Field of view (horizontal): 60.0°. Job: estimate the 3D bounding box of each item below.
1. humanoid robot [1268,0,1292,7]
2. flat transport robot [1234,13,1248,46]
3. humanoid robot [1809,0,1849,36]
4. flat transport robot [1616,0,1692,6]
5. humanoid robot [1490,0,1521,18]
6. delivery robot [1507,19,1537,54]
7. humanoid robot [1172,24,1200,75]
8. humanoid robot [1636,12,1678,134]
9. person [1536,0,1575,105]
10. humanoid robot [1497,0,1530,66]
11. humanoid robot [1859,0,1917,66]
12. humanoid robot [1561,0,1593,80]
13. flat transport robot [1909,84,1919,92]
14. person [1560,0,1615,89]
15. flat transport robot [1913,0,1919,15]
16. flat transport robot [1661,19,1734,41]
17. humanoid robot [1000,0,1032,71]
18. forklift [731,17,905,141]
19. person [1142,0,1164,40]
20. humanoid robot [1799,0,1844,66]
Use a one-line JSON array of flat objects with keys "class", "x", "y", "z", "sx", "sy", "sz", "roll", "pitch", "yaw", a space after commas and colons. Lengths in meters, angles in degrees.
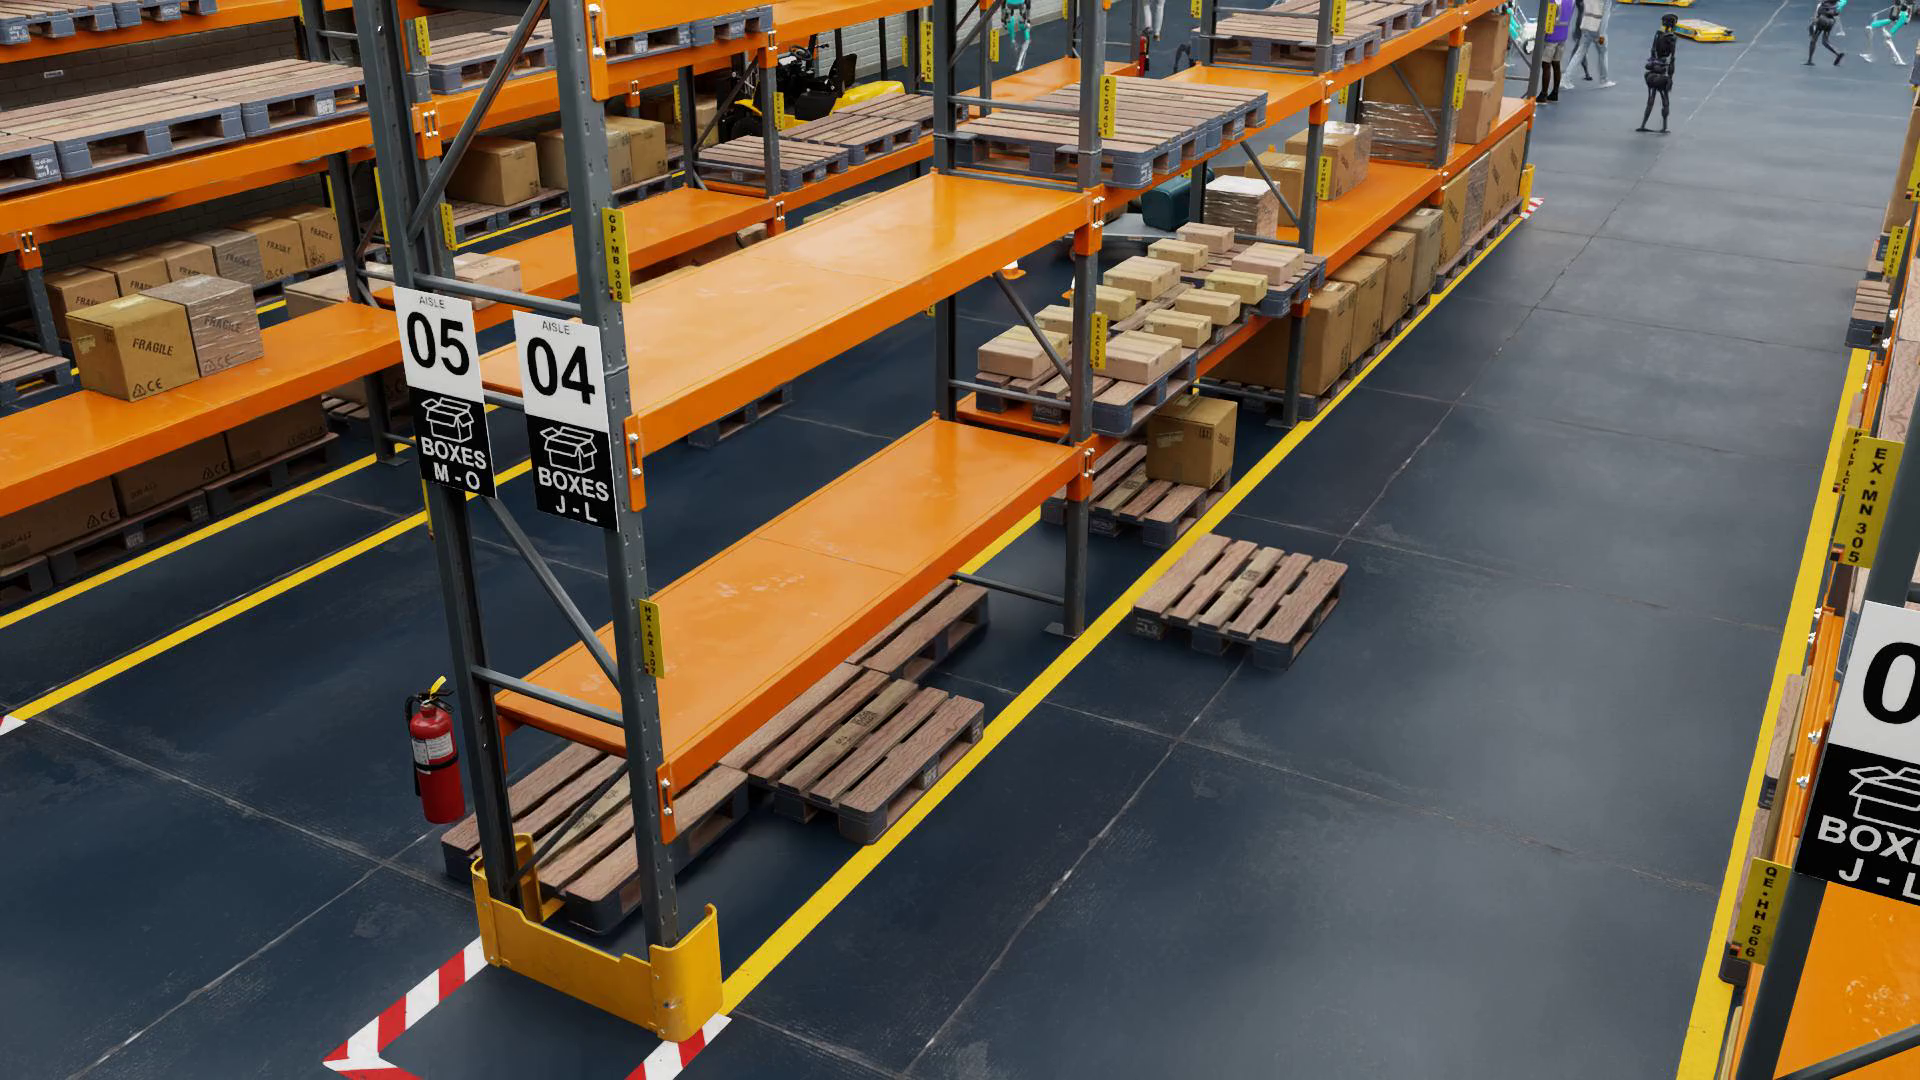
[{"class": "humanoid robot", "x": 6.801, "y": -11.970, "z": 34.545, "sx": 0.878, "sy": 1.781, "sz": 0.536, "roll": -3, "pitch": 26, "yaw": -6}, {"class": "flat transport robot", "x": 5.010, "y": -7.984, "z": 27.931, "sx": 1.431, "sy": 0.231, "sz": 0.659, "roll": 2, "pitch": 26, "yaw": 3}, {"class": "humanoid robot", "x": 16.332, "y": -10.274, "z": 31.027, "sx": 0.911, "sy": 1.789, "sz": 0.542, "roll": -10, "pitch": 27, "yaw": -19}, {"class": "flat transport robot", "x": 14.678, "y": -11.459, "z": 35.152, "sx": 1.431, "sy": 0.231, "sz": 0.659, "roll": 13, "pitch": 29, "yaw": 25}, {"class": "humanoid robot", "x": 9.374, "y": -9.190, "z": 28.868, "sx": 0.544, "sy": 1.886, "sz": 0.766, "roll": -3, "pitch": 26, "yaw": -6}, {"class": "delivery robot", "x": 10.154, "y": -8.996, "z": 29.707, "sx": 0.770, "sy": 0.595, "sz": 0.499, "roll": -16, "pitch": 30, "yaw": -29}, {"class": "humanoid robot", "x": 3.111, "y": -6.088, "z": 22.406, "sx": 0.627, "sy": 1.637, "sz": 0.505, "roll": 1, "pitch": 26, "yaw": 3}, {"class": "humanoid robot", "x": 9.864, "y": -6.566, "z": 23.366, "sx": 0.419, "sy": 1.650, "sz": 0.593, "roll": -4, "pitch": 26, "yaw": -9}, {"class": "person", "x": 9.010, "y": -7.614, "z": 25.225, "sx": 0.596, "sy": 1.958, "sz": 0.371, "roll": -19, "pitch": 32, "yaw": -34}, {"class": "humanoid robot", "x": 9.385, "y": -8.913, "z": 28.167, "sx": 0.807, "sy": 1.752, "sz": 0.530, "roll": 21, "pitch": 33, "yaw": 36}, {"class": "humanoid robot", "x": 15.847, "y": -8.979, "z": 28.354, "sx": 0.533, "sy": 1.776, "sz": 1.005, "roll": -15, "pitch": 29, "yaw": -28}, {"class": "humanoid robot", "x": 10.158, "y": -8.373, "z": 27.156, "sx": 0.653, "sy": 1.633, "sz": 0.613, "roll": 18, "pitch": 31, "yaw": 32}, {"class": "flat transport robot", "x": 15.648, "y": -6.972, "z": 25.830, "sx": 0.659, "sy": 0.231, "sz": 1.431, "roll": -11, "pitch": 28, "yaw": -22}, {"class": "person", "x": 10.024, "y": -8.084, "z": 26.309, "sx": 1.033, "sy": 1.864, "sz": 0.597, "roll": -12, "pitch": 28, "yaw": -23}, {"class": "flat transport robot", "x": 19.604, "y": -10.606, "z": 33.381, "sx": 0.659, "sy": 0.231, "sz": 1.431, "roll": 8, "pitch": 27, "yaw": 16}, {"class": "flat transport robot", "x": 13.848, "y": -9.569, "z": 31.226, "sx": 0.659, "sy": 0.231, "sz": 1.431, "roll": -3, "pitch": 26, "yaw": -7}, {"class": "humanoid robot", "x": 0.984, "y": -8.643, "z": 27.736, "sx": 0.542, "sy": 1.905, "sz": 0.714, "roll": 9, "pitch": 27, "yaw": 18}, {"class": "forklift", "x": -1.819, "y": -5.975, "z": 21.543, "sx": 2.313, "sy": 2.155, "sz": 1.214, "roll": 14, "pitch": 29, "yaw": 26}, {"class": "person", "x": 3.611, "y": -10.217, "z": 30.662, "sx": 0.640, "sy": 1.922, "sz": 0.445, "roll": 0, "pitch": 26, "yaw": 1}, {"class": "humanoid robot", "x": 14.733, "y": -8.863, "z": 28.159, "sx": 0.604, "sy": 1.641, "sz": 0.623, "roll": -20, "pitch": 32, "yaw": -35}]
